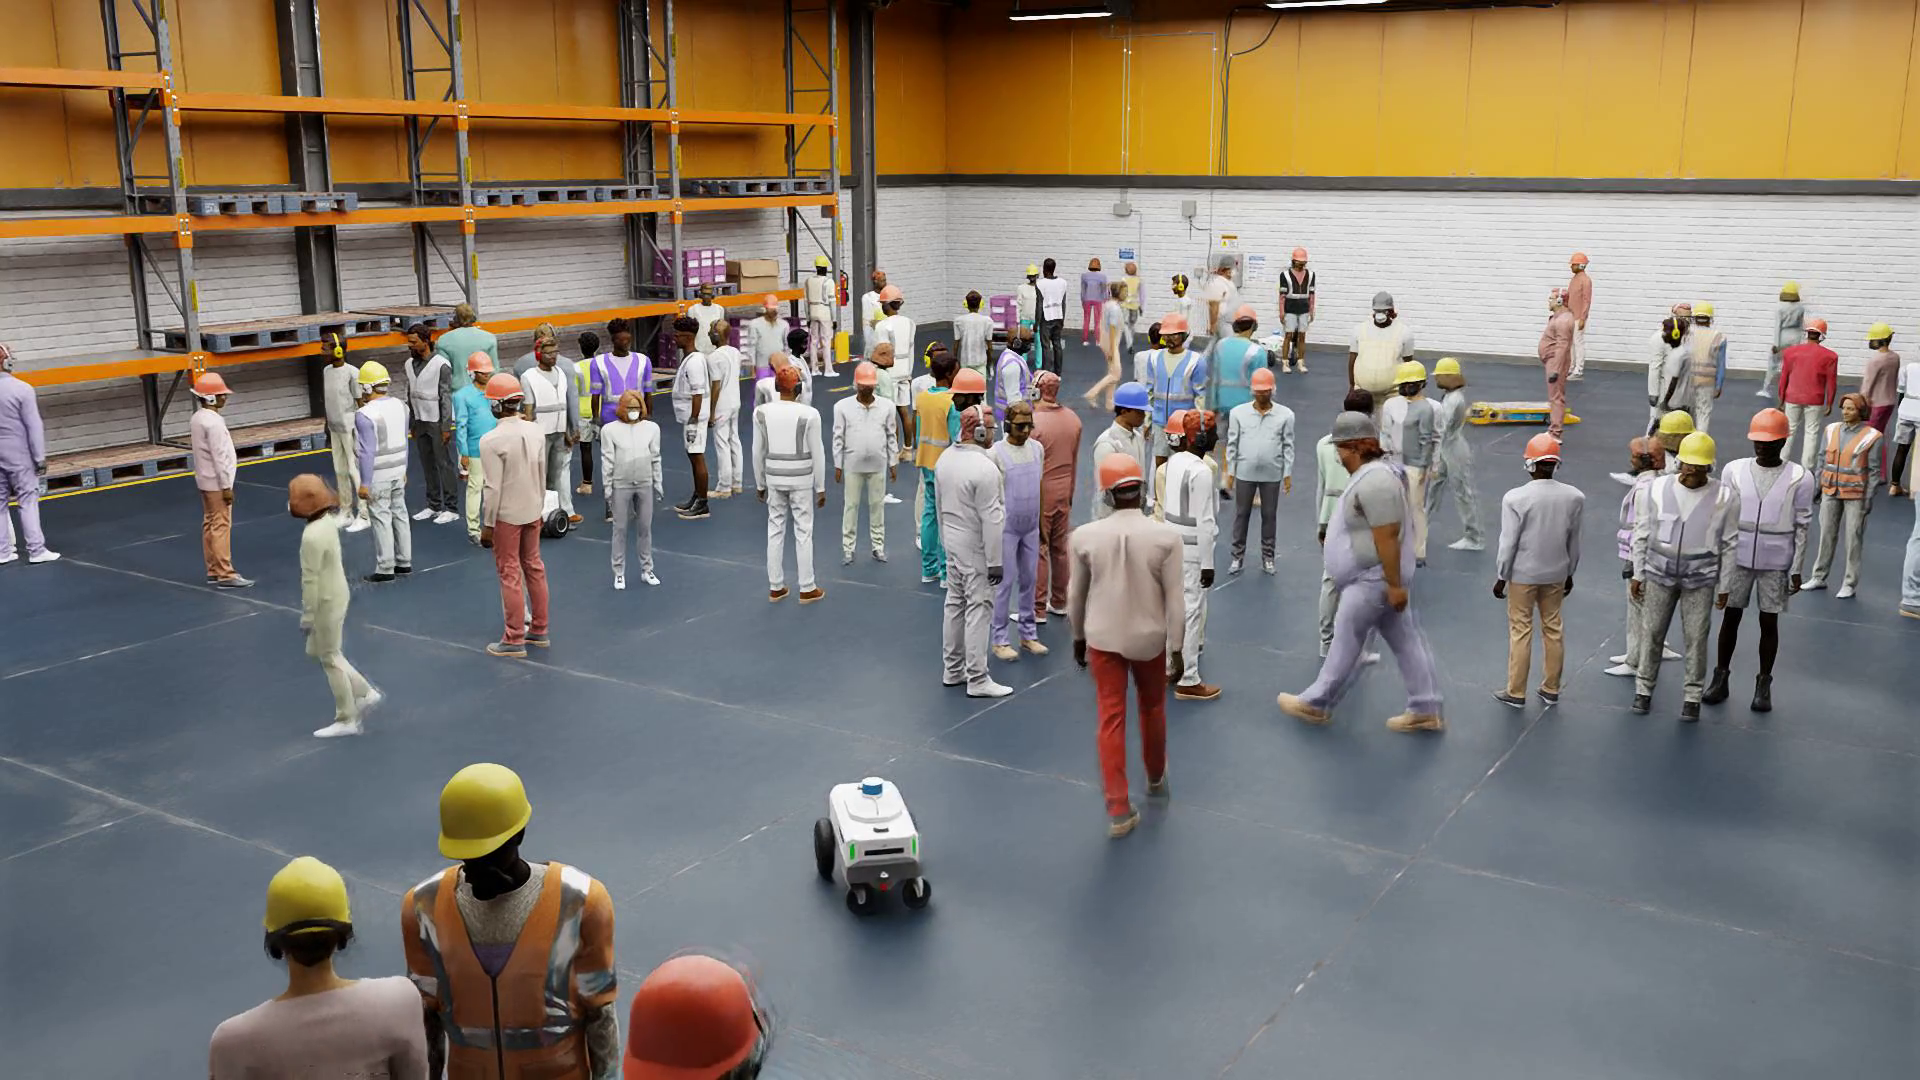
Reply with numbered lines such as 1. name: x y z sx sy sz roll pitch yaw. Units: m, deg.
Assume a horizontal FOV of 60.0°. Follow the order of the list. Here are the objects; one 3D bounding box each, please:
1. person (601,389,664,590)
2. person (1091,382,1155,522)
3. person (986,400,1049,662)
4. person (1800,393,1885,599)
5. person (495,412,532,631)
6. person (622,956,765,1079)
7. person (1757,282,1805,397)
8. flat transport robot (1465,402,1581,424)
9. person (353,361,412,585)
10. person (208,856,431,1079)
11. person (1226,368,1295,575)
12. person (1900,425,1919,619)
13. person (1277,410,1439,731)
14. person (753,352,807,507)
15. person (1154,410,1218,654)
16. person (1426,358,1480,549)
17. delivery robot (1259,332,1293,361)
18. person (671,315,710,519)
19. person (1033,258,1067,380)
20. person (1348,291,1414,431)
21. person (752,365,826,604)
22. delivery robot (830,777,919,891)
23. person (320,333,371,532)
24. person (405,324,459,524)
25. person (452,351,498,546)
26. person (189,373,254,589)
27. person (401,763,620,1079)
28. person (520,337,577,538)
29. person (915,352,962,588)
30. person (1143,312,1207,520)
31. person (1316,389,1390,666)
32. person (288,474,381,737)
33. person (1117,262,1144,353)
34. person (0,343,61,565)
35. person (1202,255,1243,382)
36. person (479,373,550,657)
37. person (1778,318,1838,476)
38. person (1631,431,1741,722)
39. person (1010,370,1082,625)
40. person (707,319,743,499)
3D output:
1. person: -2.656 -0.420 13.519 0.498 1.633 0.282 -6 14 -26
2. person: 1.136 -0.145 11.665 0.419 1.939 0.606 7 15 29
3. person: 0.391 -0.067 11.559 0.516 1.835 0.355 -10 16 -36
4. person: 7.044 -0.359 13.239 0.312 1.641 0.514 -7 15 -28
5. person: -3.264 -0.126 12.230 0.307 1.641 0.511 -1 13 -2
6. person: -0.513 1.758 3.301 0.644 1.979 0.518 2 13 10
7. person: 11.936 -2.865 23.978 0.492 1.703 0.872 -2 13 -9
8. flat transport robot: 7.385 -1.688 22.005 1.431 0.197 0.652 -1 13 -3
9. person: -4.749 -0.550 13.645 0.404 1.831 0.600 4 13 15
10. person: -1.592 1.662 4.231 0.543 1.750 0.418 -7 15 -28
11. person: 2.506 -0.571 13.910 0.563 1.752 0.341 2 13 9
12. person: 7.434 -0.398 12.630 0.391 1.995 0.613 9 16 34
13. person: 2.483 0.155 10.136 1.054 2.000 0.696 5 14 19
14. person: -1.770 -1.050 16.326 0.513 1.601 0.808 -3 13 -15
15. person: 1.527 -0.033 11.577 0.563 1.752 0.327 -11 17 -39
16. person: 4.294 -0.765 14.864 0.847 1.706 0.502 2 13 10
17. delivery robot: 5.326 -3.273 28.052 0.477 0.478 0.707 -3 13 -13
18. person: -2.609 -1.193 16.144 0.363 1.965 0.610 -3 13 -13
19. person: 1.405 -3.427 25.933 0.592 1.922 0.392 -9 16 -36
20. person: 4.564 -1.693 18.149 0.675 2.000 0.537 5 14 20
21. person: -1.327 -0.433 13.027 0.585 1.882 0.343 4 13 16
22. delivery robot: -0.412 1.372 7.905 0.477 0.478 0.707 -2 13 -11
23. person: -5.780 -1.010 15.566 0.531 1.867 0.316 8 15 30
24. person: -5.072 -1.124 15.976 0.589 1.911 0.387 8 15 32
25. person: -4.296 -0.835 15.057 0.335 1.749 0.576 8 15 31
26. person: -6.032 -0.485 13.536 0.329 1.753 0.560 -10 16 -37
27. person: -1.219 1.507 4.560 0.585 1.914 0.399 0 13 2
28. person: -3.830 -0.962 15.413 0.390 1.842 0.564 6 14 26
29. person: -0.146 -0.570 13.543 0.391 1.920 0.587 -9 16 -34
30. person: 1.999 -1.117 15.646 0.607 2.044 0.379 7 15 29
31. person: 2.688 -0.087 11.480 0.398 1.914 0.591 -9 16 -35
32. person: -3.814 0.398 10.006 0.356 1.623 0.508 -3 13 -14
33. person: 3.051 -4.172 29.845 0.517 1.612 0.731 -3 13 -13
34. person: -8.149 -0.731 14.272 0.643 1.908 0.399 1 13 2
35. person: 4.046 -3.429 25.679 1.002 2.000 0.690 5 14 22
36. person: -3.137 -0.176 11.666 0.382 1.993 0.622 6 14 24
37. person: 9.286 -1.561 18.235 0.575 1.740 0.349 9 16 35
38. person: 4.487 0.222 10.331 0.596 1.825 0.403 8 15 31
39. person: 0.619 -0.321 12.492 0.409 1.907 0.651 11 17 40
40. person: -2.427 -1.338 17.040 0.340 1.845 0.512 6 14 23
